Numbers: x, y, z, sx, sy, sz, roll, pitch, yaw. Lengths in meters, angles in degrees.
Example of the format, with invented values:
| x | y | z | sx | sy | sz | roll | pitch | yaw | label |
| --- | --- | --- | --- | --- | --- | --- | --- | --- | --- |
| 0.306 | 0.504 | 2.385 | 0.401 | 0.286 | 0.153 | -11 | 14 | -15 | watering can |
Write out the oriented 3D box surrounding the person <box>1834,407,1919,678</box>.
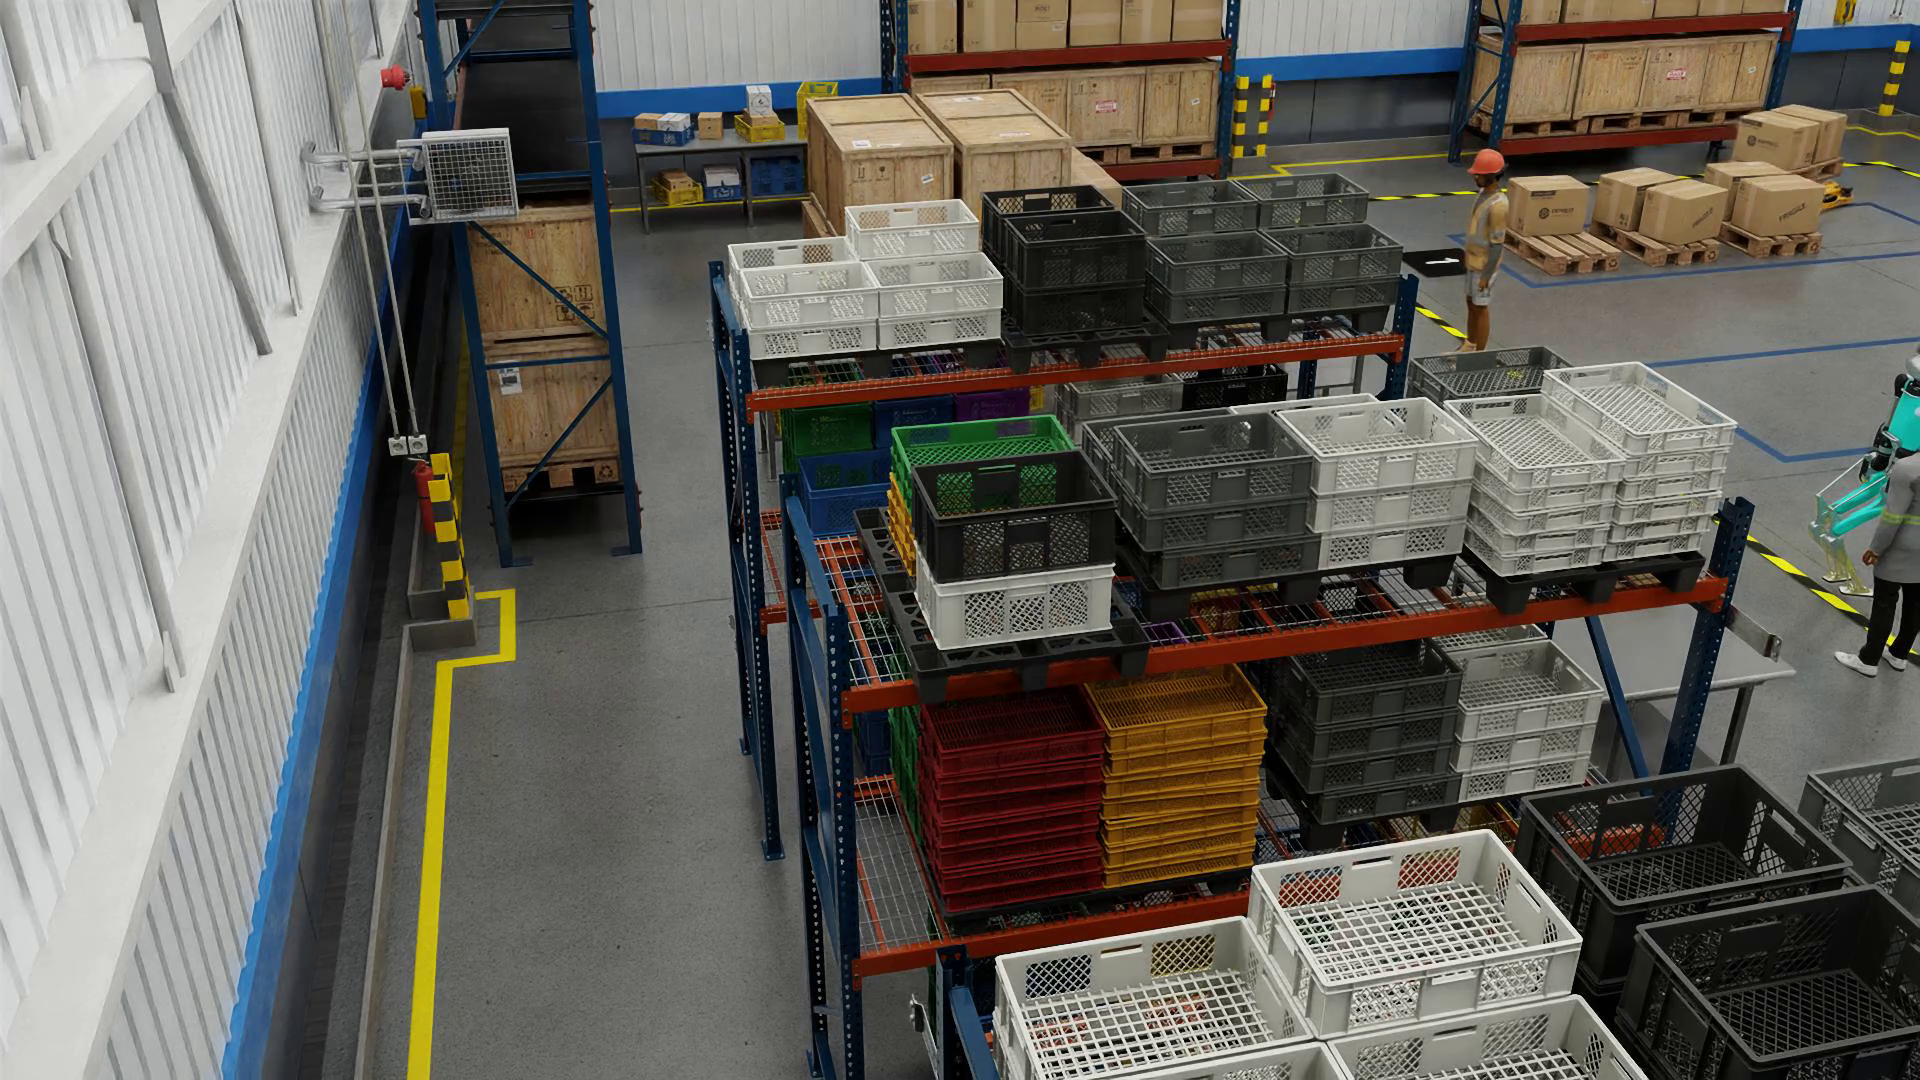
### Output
| x | y | z | sx | sy | sz | roll | pitch | yaw | label |
| --- | --- | --- | --- | --- | --- | --- | --- | --- | --- |
| 5.907 | -0.001 | 10.349 | 0.590 | 1.852 | 0.372 | -7 | 29 | -13 | person |

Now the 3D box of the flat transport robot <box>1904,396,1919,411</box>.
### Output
| x | y | z | sx | sy | sz | roll | pitch | yaw | label |
| --- | --- | --- | --- | --- | --- | --- | --- | --- | --- |
| 8.712 | -1.002 | 13.918 | 0.652 | 0.197 | 1.431 | -6 | 28 | -12 | flat transport robot |

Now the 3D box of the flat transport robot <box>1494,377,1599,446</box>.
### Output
| x | y | z | sx | sy | sz | roll | pitch | yaw | label |
| --- | --- | --- | --- | --- | --- | --- | --- | --- | --- |
| 4.780 | -1.036 | 14.013 | 0.659 | 0.231 | 1.431 | -6 | 28 | -12 | flat transport robot |

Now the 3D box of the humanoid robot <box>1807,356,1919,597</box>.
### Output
| x | y | z | sx | sy | sz | roll | pitch | yaw | label |
| --- | --- | --- | --- | --- | --- | --- | --- | --- | --- |
| 6.054 | -0.420 | 11.123 | 0.735 | 1.677 | 0.533 | -1 | 28 | -3 | humanoid robot |

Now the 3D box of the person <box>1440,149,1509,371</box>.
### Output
| x | y | z | sx | sy | sz | roll | pitch | yaw | label |
| --- | --- | --- | --- | --- | --- | --- | --- | --- | --- |
| 4.621 | -2.469 | 14.839 | 0.400 | 2.035 | 0.607 | 1 | 28 | 2 | person |

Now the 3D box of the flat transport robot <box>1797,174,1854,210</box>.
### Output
| x | y | z | sx | sy | sz | roll | pitch | yaw | label |
| --- | --- | --- | --- | --- | --- | --- | --- | --- | --- |
| 10.009 | -4.317 | 20.208 | 0.652 | 0.197 | 1.431 | -18 | 33 | -31 | flat transport robot |
